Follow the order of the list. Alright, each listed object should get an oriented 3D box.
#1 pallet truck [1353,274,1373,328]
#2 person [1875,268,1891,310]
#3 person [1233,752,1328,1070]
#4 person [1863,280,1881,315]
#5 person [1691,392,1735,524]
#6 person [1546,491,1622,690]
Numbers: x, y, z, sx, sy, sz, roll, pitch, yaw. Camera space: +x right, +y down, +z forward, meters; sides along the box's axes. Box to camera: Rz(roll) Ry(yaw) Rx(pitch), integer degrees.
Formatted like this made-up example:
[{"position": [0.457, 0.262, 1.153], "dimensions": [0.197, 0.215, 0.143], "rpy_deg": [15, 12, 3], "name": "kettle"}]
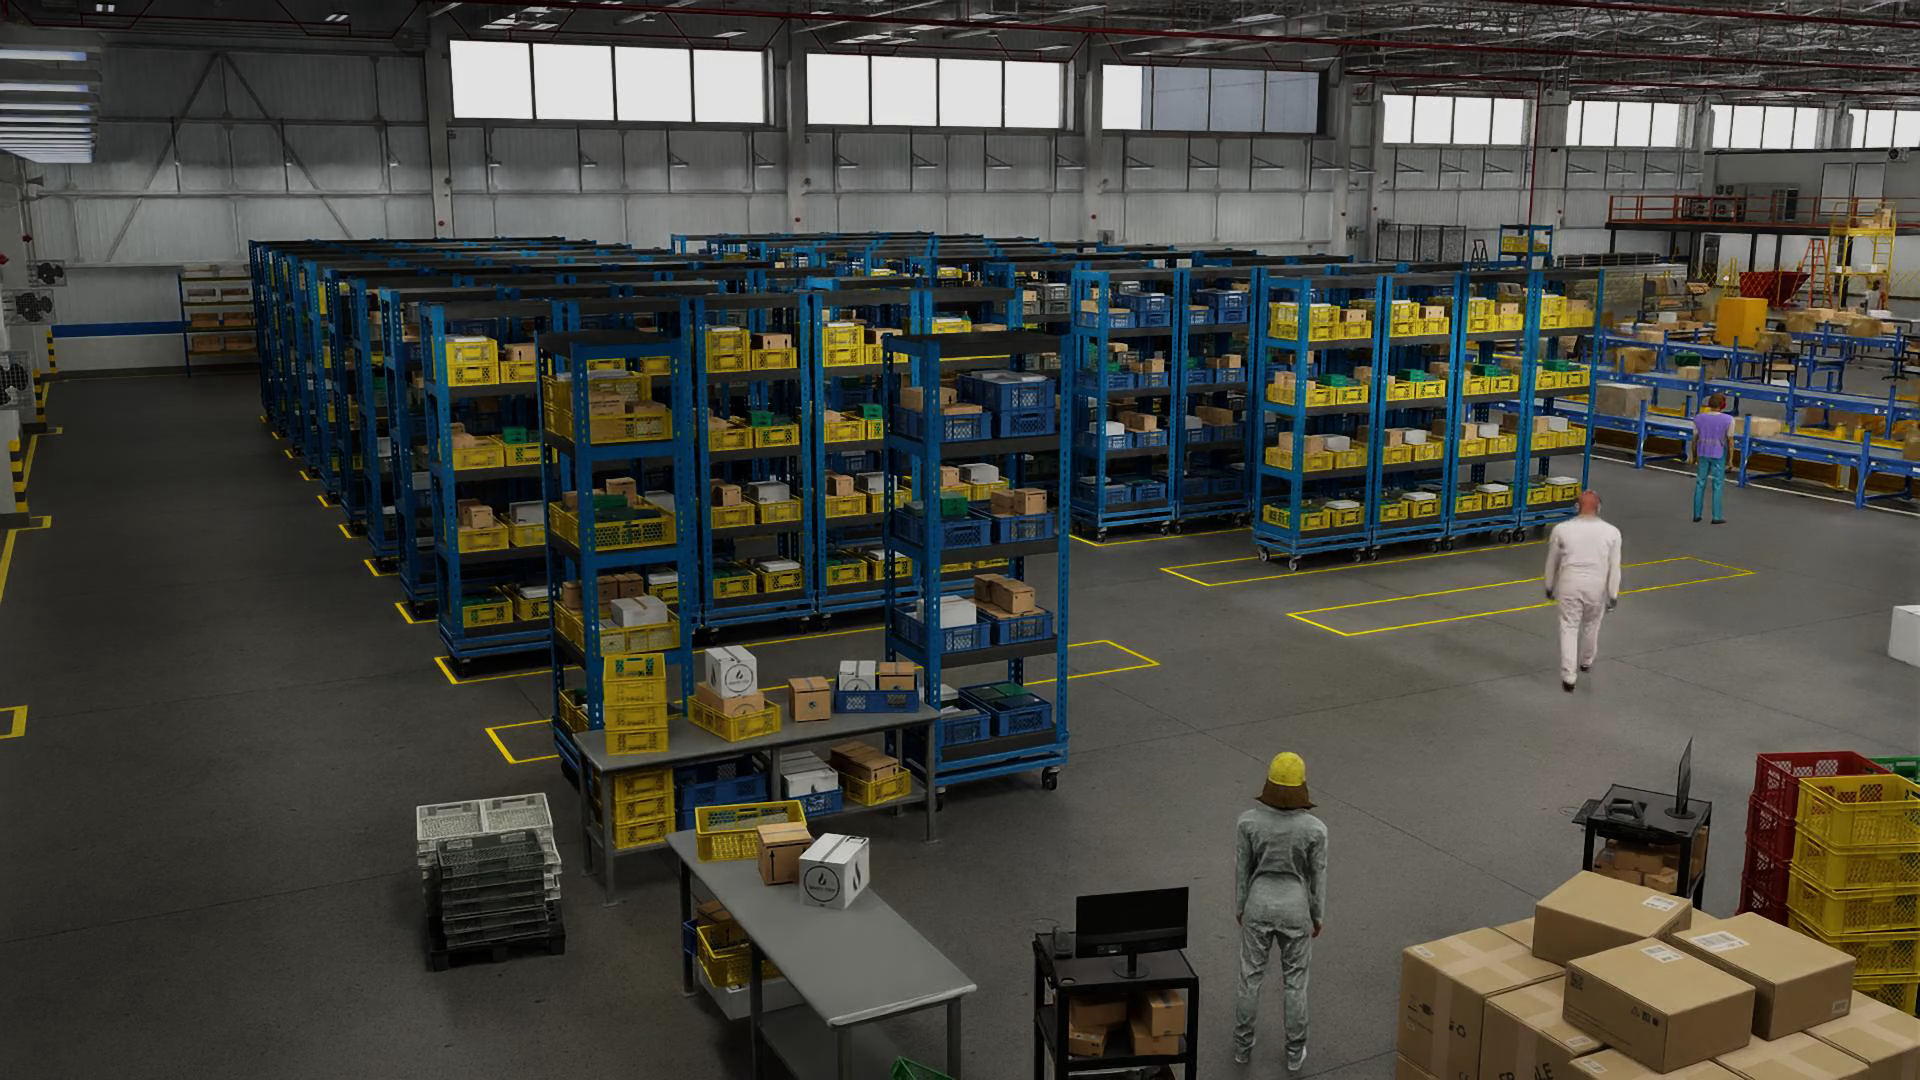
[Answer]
[{"position": [13.011, -8.050, 55.243], "dimensions": [0.823, 1.965, 1.885], "rpy_deg": [-7, 14, -28], "name": "pallet truck"}, {"position": [33.143, -8.907, 59.811], "dimensions": [0.525, 1.761, 0.331], "rpy_deg": [7, 14, 29], "name": "person"}, {"position": [1.715, 1.982, 8.947], "dimensions": [0.485, 1.735, 0.347], "rpy_deg": [3, 12, 15], "name": "person"}, {"position": [27.675, -6.969, 50.516], "dimensions": [0.548, 1.855, 0.579], "rpy_deg": [-2, 12, -8], "name": "person"}, {"position": [10.527, -1.144, 23.293], "dimensions": [0.561, 1.847, 0.390], "rpy_deg": [10, 16, 40], "name": "person"}, {"position": [5.923, 0.447, 15.849], "dimensions": [0.661, 1.840, 1.019], "rpy_deg": [4, 13, 19], "name": "person"}]
